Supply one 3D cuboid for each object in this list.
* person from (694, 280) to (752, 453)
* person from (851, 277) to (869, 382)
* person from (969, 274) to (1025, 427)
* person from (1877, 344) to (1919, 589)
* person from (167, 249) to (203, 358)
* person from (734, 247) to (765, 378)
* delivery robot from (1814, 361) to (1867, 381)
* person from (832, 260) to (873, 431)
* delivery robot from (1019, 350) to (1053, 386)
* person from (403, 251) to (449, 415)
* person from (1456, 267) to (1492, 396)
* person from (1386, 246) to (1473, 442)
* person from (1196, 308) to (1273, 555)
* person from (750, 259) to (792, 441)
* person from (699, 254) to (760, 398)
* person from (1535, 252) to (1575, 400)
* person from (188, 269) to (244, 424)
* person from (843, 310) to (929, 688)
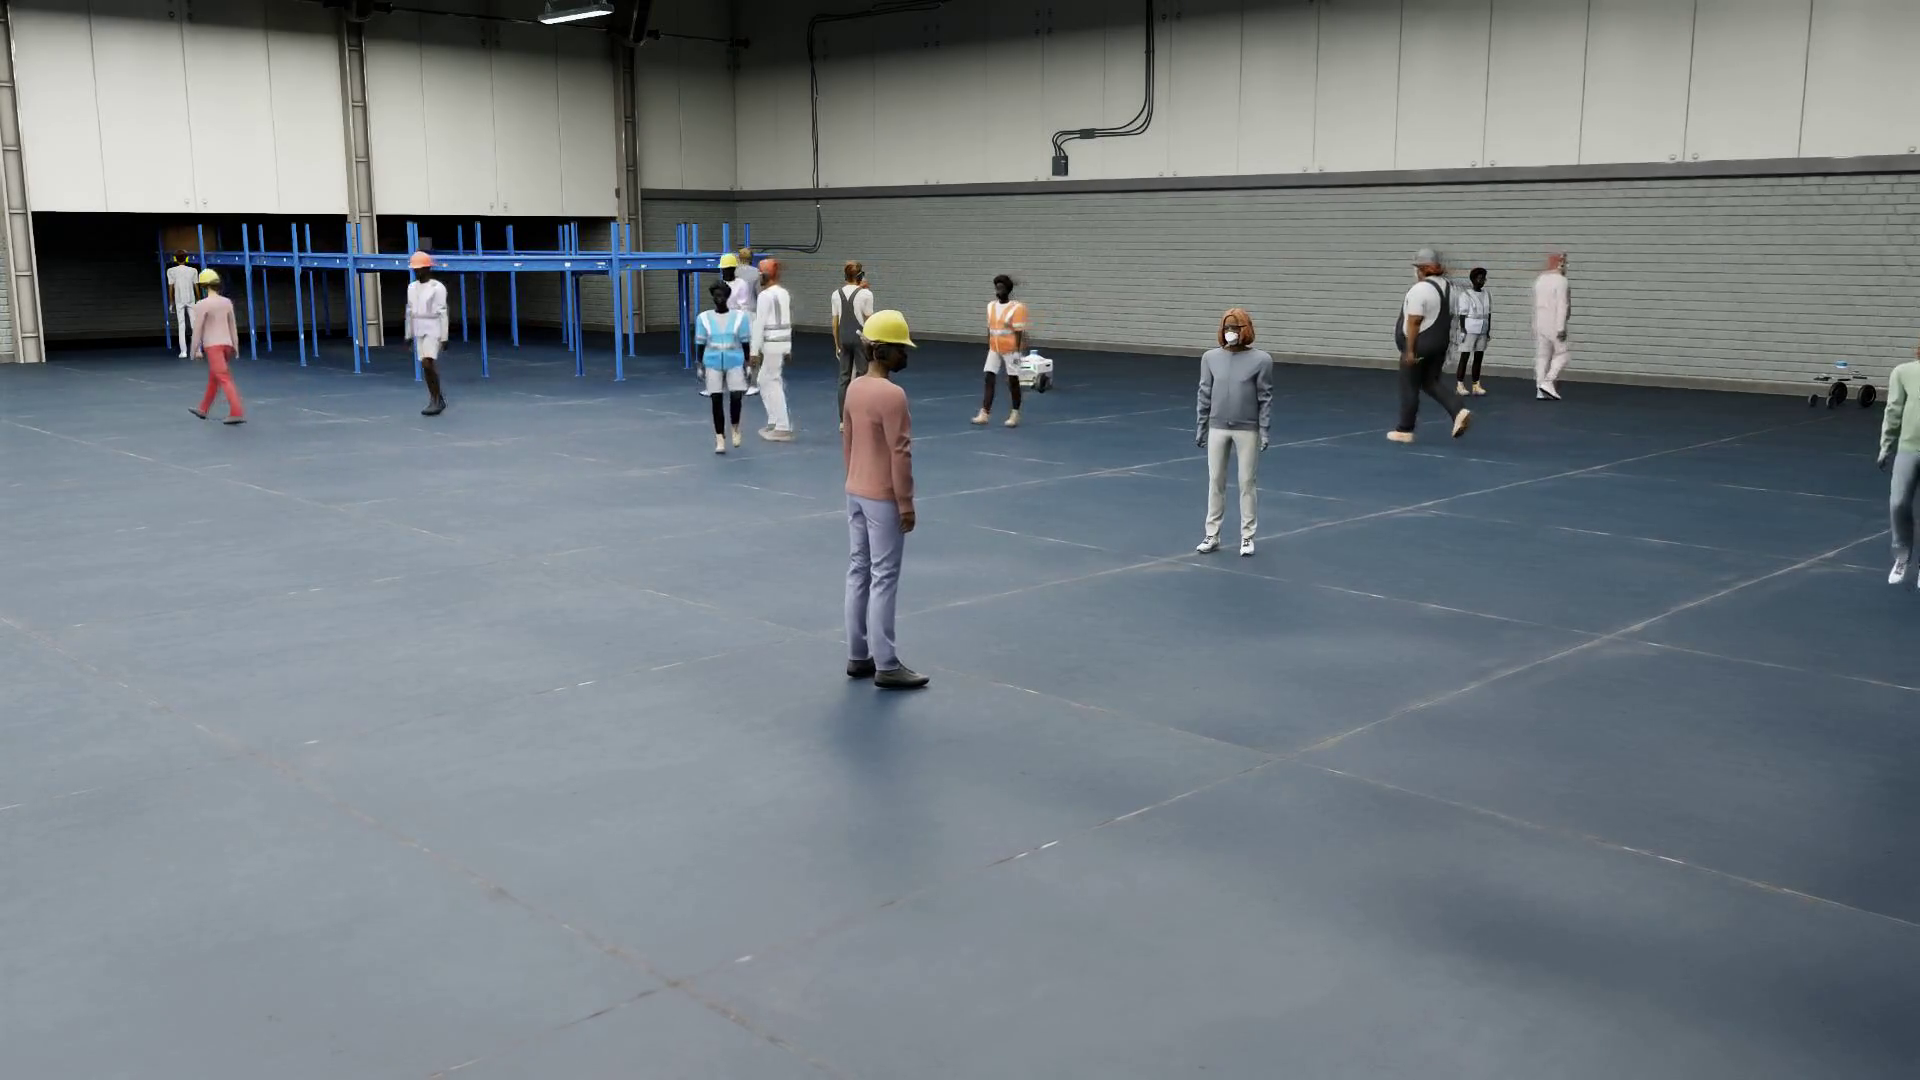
[{"bbox_3d":[-2.306,-1.687,16.191,0.554,1.679,0.368,0,10,-2],"label":"person"},{"bbox_3d":[-1.183,-2.281,19.603,0.525,1.625,0.326,9,13,39],"label":"person"},{"bbox_3d":[0.429,-2.064,18.266,0.558,1.668,0.745,9,13,39],"label":"person"},{"bbox_3d":[5.780,-0.506,9.934,0.536,1.616,0.447,7,12,33],"label":"person"},{"bbox_3d":[-13.477,-4.109,28.900,0.520,1.873,0.335,-5,12,-27],"label":"person"},{"bbox_3d":[-3.117,-3.295,24.273,0.629,1.939,0.372,3,11,18],"label":"person"},{"bbox_3d":[11.001,-2.113,20.757,0.698,0.223,0.335,-4,11,-22],"label":"delivery robot"},{"bbox_3d":[-1.136,-2.096,17.990,0.508,1.846,0.345,4,11,23],"label":"person"},{"bbox_3d":[1.011,-2.362,22.825,0.477,0.478,0.707,4,11,23],"label":"delivery robot"},{"bbox_3d":[-6.315,-2.425,19.599,0.547,1.921,0.497,6,12,30],"label":"person"},{"bbox_3d":[6.824,-2.766,22.070,0.530,1.689,0.322,-5,12,-25],"label":"person"},{"bbox_3d":[4.809,-1.986,16.975,0.689,2.000,0.782,-9,14,-41],"label":"person"},{"bbox_3d":[1.818,-0.722,11.072,0.507,1.633,0.276,5,11,24],"label":"person"},{"bbox_3d":[-2.003,-1.964,17.225,0.575,1.868,0.579,3,11,15],"label":"person"},{"bbox_3d":[-2.983,-2.807,21.797,0.609,1.872,1.015,9,14,40],"label":"person"},{"bbox_3d":[7.630,-2.732,21.323,0.431,1.891,0.676,-2,11,-10],"label":"person"},{"bbox_3d":[-8.452,-2.174,18.728,0.877,1.717,0.547,3,11,17],"label":"person"},{"bbox_3d":[-0.367,-0.196,7.858,0.329,1.764,0.524,-6,12,-30],"label":"person"}]
